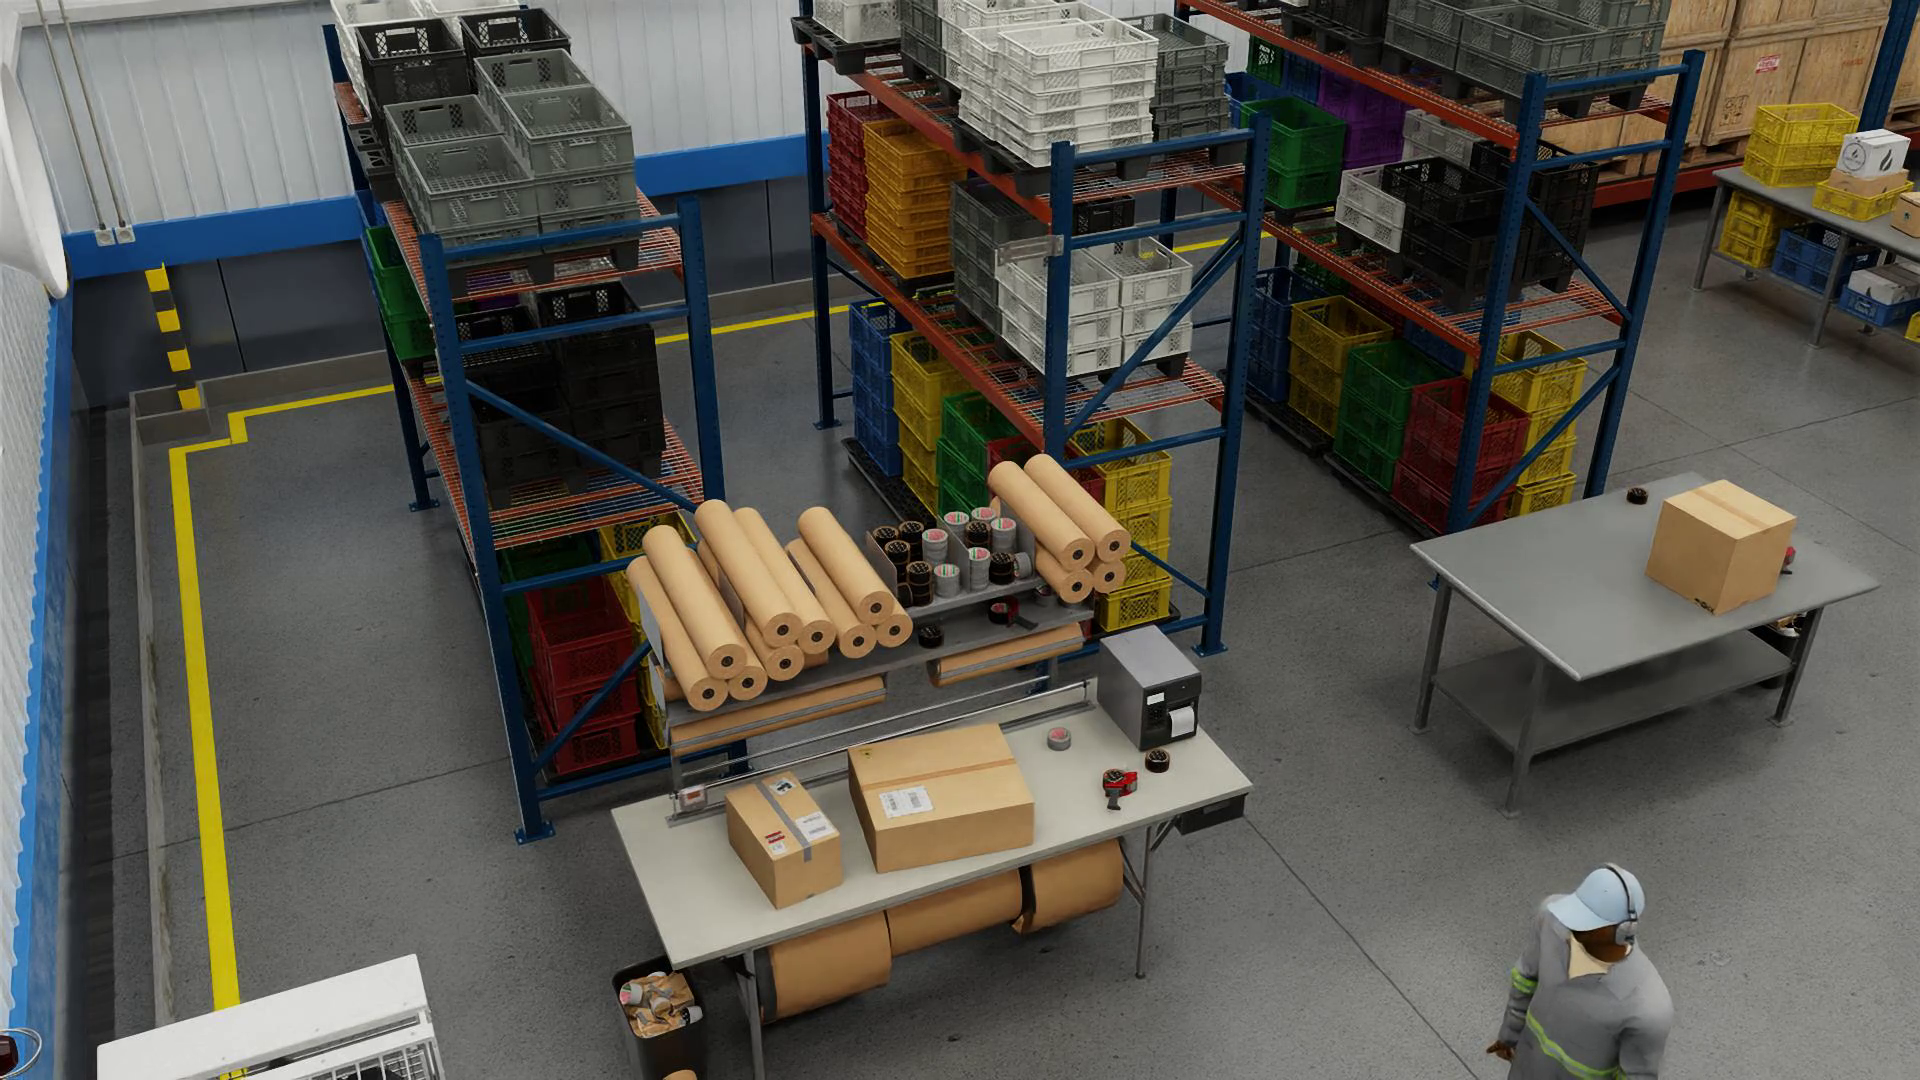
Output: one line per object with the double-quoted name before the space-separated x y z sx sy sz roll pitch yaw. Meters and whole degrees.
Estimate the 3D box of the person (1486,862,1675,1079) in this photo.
"person" 1.999 1.794 5.547 0.392 1.853 0.587 -12 34 -19
